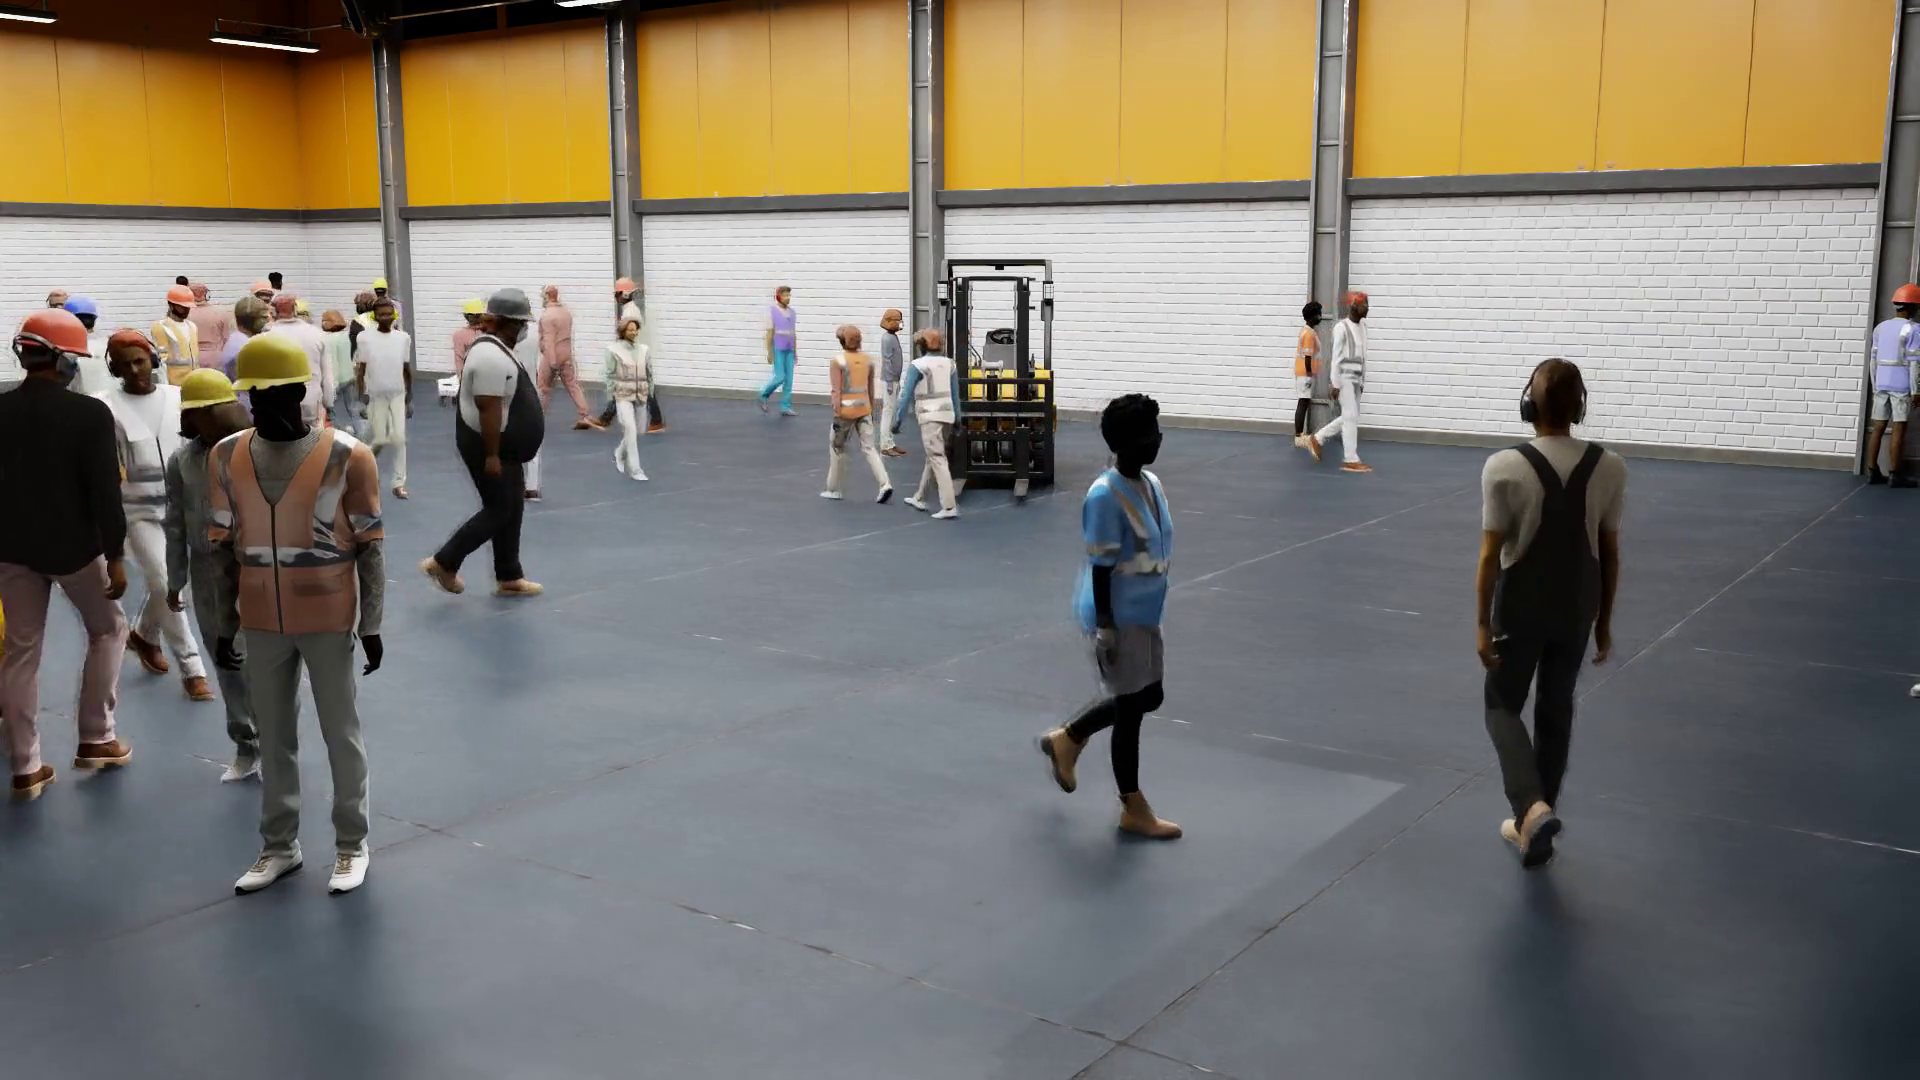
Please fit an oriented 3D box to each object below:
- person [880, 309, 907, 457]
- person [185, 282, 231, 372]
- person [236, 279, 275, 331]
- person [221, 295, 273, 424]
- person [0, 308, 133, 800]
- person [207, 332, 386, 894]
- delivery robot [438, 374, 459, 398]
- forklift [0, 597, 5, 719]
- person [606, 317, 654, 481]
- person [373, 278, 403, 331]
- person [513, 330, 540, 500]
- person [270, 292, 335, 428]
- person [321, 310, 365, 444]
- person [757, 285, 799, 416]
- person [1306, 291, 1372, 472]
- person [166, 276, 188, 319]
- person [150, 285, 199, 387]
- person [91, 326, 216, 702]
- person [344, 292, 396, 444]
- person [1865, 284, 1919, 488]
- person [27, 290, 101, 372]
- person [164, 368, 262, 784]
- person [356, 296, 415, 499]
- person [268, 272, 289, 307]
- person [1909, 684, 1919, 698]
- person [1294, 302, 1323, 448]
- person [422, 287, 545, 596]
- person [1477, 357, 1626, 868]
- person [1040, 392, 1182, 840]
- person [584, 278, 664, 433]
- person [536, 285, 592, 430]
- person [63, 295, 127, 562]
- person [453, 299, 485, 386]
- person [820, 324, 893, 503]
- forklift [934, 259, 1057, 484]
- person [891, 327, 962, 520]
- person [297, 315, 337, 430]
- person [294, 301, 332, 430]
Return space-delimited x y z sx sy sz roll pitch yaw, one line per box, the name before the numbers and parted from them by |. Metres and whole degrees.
person | -0.749 -1.743 18.452 0.276 1.633 0.507 1 10 7
person | -8.910 -2.078 19.643 0.642 1.907 0.410 -3 10 -17
person | -7.455 -1.797 17.792 0.624 1.964 0.469 -9 13 -44
person | -5.098 -0.779 11.848 0.554 1.923 0.638 -4 10 -22
person | -3.717 0.040 6.838 0.689 1.954 0.717 0 10 0
person | -2.259 0.259 5.657 0.594 1.924 0.382 1 10 3
delivery robot | -7.330 -2.262 24.473 0.707 0.478 0.477 5 11 29
forklift | -5.296 -0.090 6.943 1.214 2.155 2.313 7 12 35
person | -3.303 -1.411 16.533 0.521 1.618 0.709 -9 13 -43
person | -8.789 -3.012 25.247 0.590 1.897 0.840 -6 11 -30
person | -4.025 -1.278 15.045 0.571 1.842 0.536 6 11 30
person | -5.820 -1.194 14.429 0.675 1.881 0.682 -8 13 -41
person | -7.075 -1.783 18.746 0.687 1.607 0.532 1 10 6
person | -2.521 -2.631 23.182 0.524 1.829 0.562 7 12 35
person | 3.946 -1.643 17.206 0.743 1.865 0.588 8 12 40
person | -13.761 -3.708 29.395 0.714 1.895 0.595 4 10 23
person | -7.550 -1.507 16.172 0.375 1.928 0.542 3 10 16
person | -4.068 -0.149 8.341 0.919 1.853 0.618 8 12 40
person | -7.000 -2.029 19.712 0.974 1.782 0.648 4 10 21
person | 8.976 -1.469 15.918 0.379 1.937 0.548 -3 10 -16
person | -8.505 -1.432 15.864 0.677 1.879 0.734 -5 11 -28
person | -3.020 0.158 6.840 0.496 1.723 0.396 1 10 9
person | -5.268 -1.307 15.221 0.533 1.849 0.677 -7 12 -35
person | -12.456 -3.905 30.348 0.609 1.963 0.367 1 10 5
person | 5.088 -0.219 8.205 0.721 2.029 0.614 -6 11 -30
person | 4.041 -1.915 19.314 0.319 1.690 0.532 2 10 9
person | -2.996 -0.614 10.518 0.725 2.000 0.704 -1 10 -8
person | 2.070 0.280 5.831 0.513 1.829 0.606 0 10 1
person | 0.569 0.277 6.290 0.583 1.681 0.540 6 11 30
person | -4.197 -2.294 20.810 1.009 1.936 0.647 -2 10 -11
person | -5.154 -2.319 21.260 1.011 1.865 0.639 4 10 20
person | -6.162 -0.775 11.843 0.453 1.915 0.619 8 12 39
person | -5.258 -1.762 18.227 0.728 1.734 0.542 9 13 42
person | -0.923 -1.129 14.885 0.530 1.606 0.821 -9 13 -42
forklift | 0.370 -1.738 16.759 1.214 2.155 2.313 1 10 3
person | -0.253 -0.988 14.059 0.804 1.597 0.545 9 13 42
person | -6.757 -1.525 17.241 0.496 1.605 0.744 -1 10 -7
person | -7.305 -1.803 18.583 0.531 1.726 0.921 -9 13 -44
